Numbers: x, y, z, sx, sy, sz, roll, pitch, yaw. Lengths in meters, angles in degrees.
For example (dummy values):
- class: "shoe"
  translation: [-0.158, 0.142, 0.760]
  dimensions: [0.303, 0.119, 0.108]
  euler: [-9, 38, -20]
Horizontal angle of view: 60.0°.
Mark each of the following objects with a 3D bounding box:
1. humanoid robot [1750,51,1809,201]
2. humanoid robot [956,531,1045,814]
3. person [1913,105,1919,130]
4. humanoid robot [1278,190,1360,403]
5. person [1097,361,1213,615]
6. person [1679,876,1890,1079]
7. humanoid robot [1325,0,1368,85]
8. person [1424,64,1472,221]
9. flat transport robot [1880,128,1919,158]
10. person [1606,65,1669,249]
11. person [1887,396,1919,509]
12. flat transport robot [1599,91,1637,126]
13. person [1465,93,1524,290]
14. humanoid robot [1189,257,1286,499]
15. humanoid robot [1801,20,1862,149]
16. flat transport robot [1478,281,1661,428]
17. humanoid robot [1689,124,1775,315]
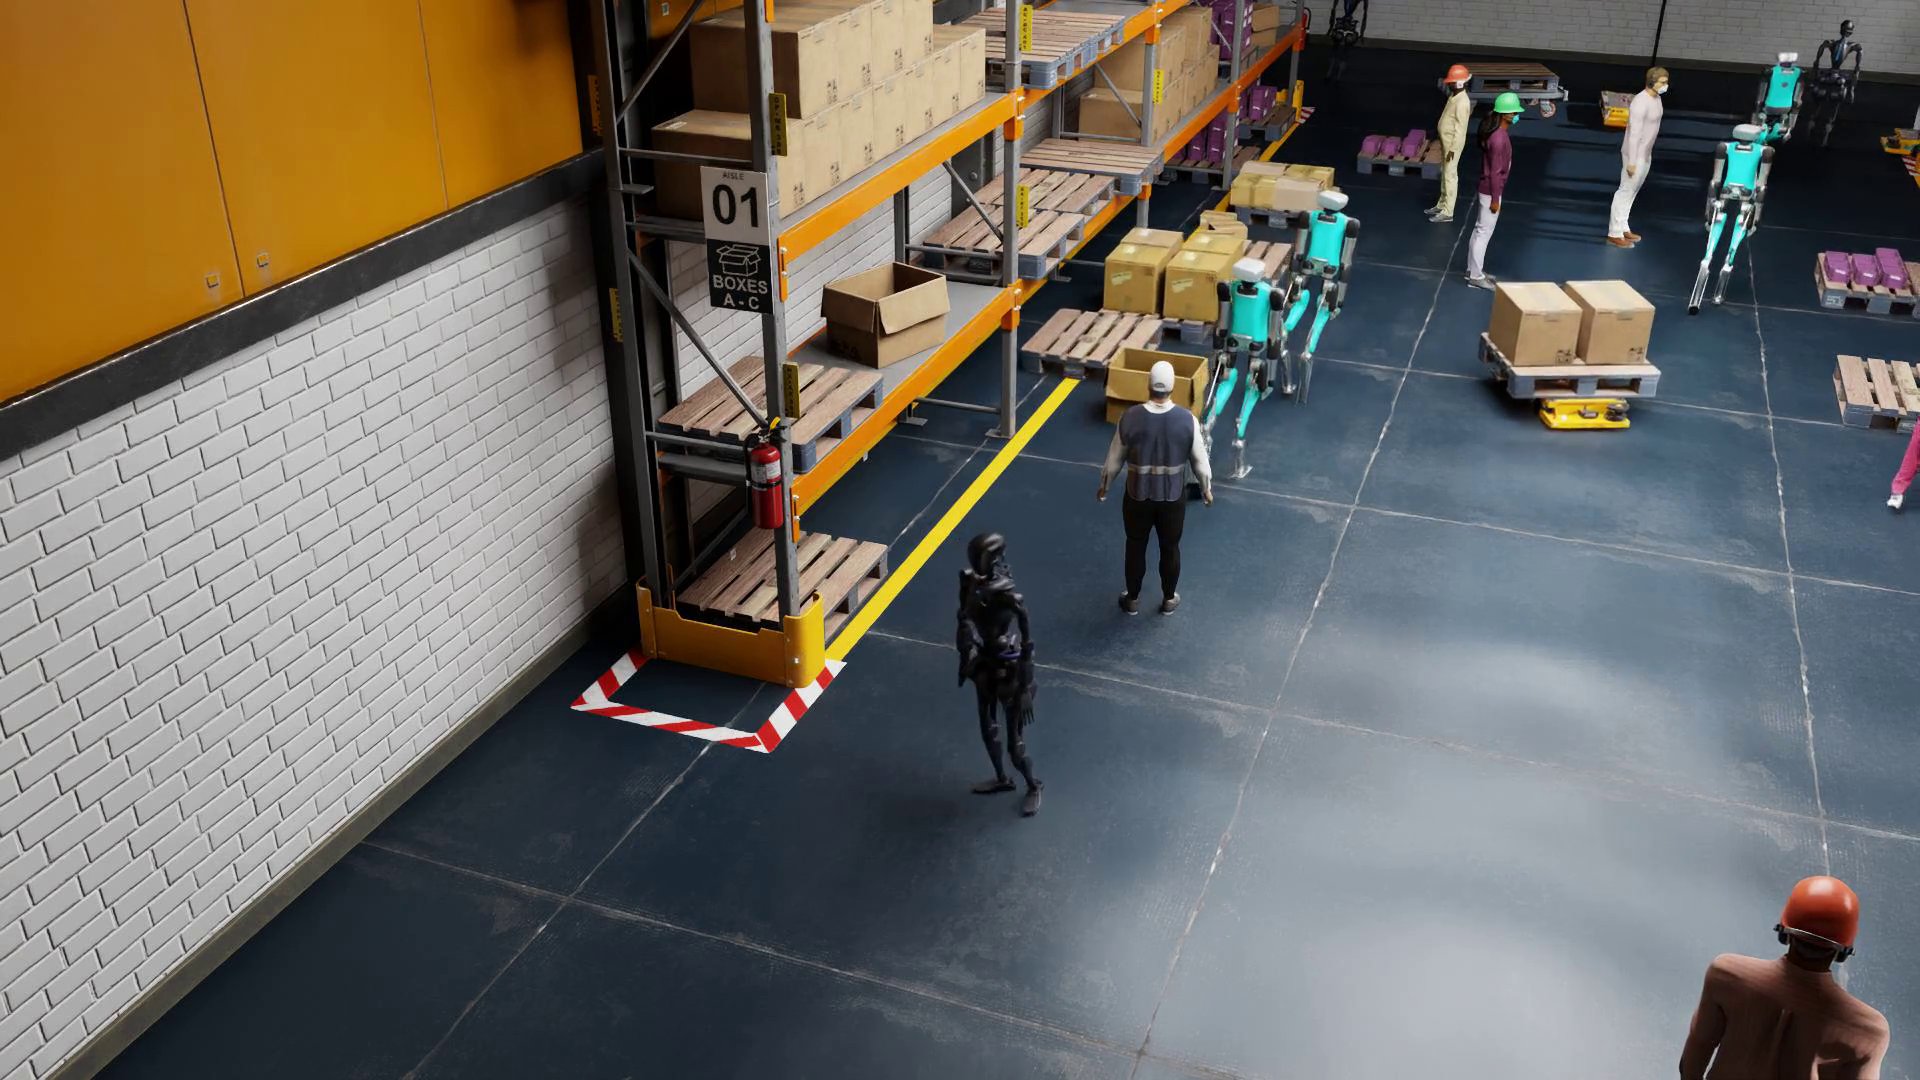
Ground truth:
- class: "humanoid robot"
  translation: [9.603, -4.991, 19.868]
  dimensions: [0.530, 1.776, 0.995]
  euler: [3, 27, 5]
- class: "humanoid robot"
  translation: [0.230, 0.687, 8.878]
  dimensions: [0.383, 1.641, 0.591]
  euler: [-23, 35, -37]
- class: "person"
  translation: [13.186, -6.268, 22.201]
  dimensions: [0.621, 1.837, 0.430]
  euler: [10, 29, 19]
- class: "humanoid robot"
  translation: [2.951, -1.952, 14.063]
  dimensions: [0.551, 1.881, 0.784]
  euler: [15, 31, 26]
- class: "person"
  translation: [1.261, -0.318, 10.740]
  dimensions: [0.751, 1.758, 0.433]
  euler: [2, 27, 3]
- class: "person"
  translation: [2.873, 2.038, 5.930]
  dimensions: [0.610, 1.986, 0.402]
  euler: [22, 34, 36]
- class: "humanoid robot"
  translation: [5.861, -7.755, 25.268]
  dimensions: [0.616, 1.633, 0.338]
  euler: [12, 30, 23]
- class: "person"
  translation: [5.558, -4.505, 18.869]
  dimensions: [0.326, 1.750, 0.560]
  euler: [3, 27, 5]
- class: "flat transport robot"
  translation: [12.879, -5.163, 21.764]
  dimensions: [1.431, 0.231, 0.659]
  euler: [10, 29, 18]
- class: "person"
  translation: [7.328, -4.146, 17.974]
  dimensions: [0.351, 1.936, 0.634]
  euler: [18, 32, 31]
- class: "person"
  translation: [7.226, -0.973, 12.197]
  dimensions: [0.773, 1.584, 0.531]
  euler: [-15, 31, -26]
- class: "flat transport robot"
  translation: [9.457, -6.112, 23.607]
  dimensions: [0.659, 0.231, 1.431]
  euler: [8, 28, 14]
- class: "person"
  translation: [5.334, -3.513, 16.732]
  dimensions: [0.418, 1.952, 0.488]
  euler: [5, 28, 10]
- class: "humanoid robot"
  translation: [1.988, -1.138, 12.382]
  dimensions: [0.543, 1.791, 0.912]
  euler: [16, 31, 28]
- class: "humanoid robot"
  translation: [11.404, -5.953, 21.772]
  dimensions: [0.609, 1.641, 0.358]
  euler: [17, 32, 30]
- class: "flat transport robot"
  translation: [5.173, -1.310, 14.292]
  dimensions: [0.659, 0.231, 1.431]
  euler: [-1, 27, -1]
- class: "humanoid robot"
  translation: [7.403, -3.025, 16.108]
  dimensions: [0.553, 1.866, 0.853]
  euler: [18, 32, 31]
